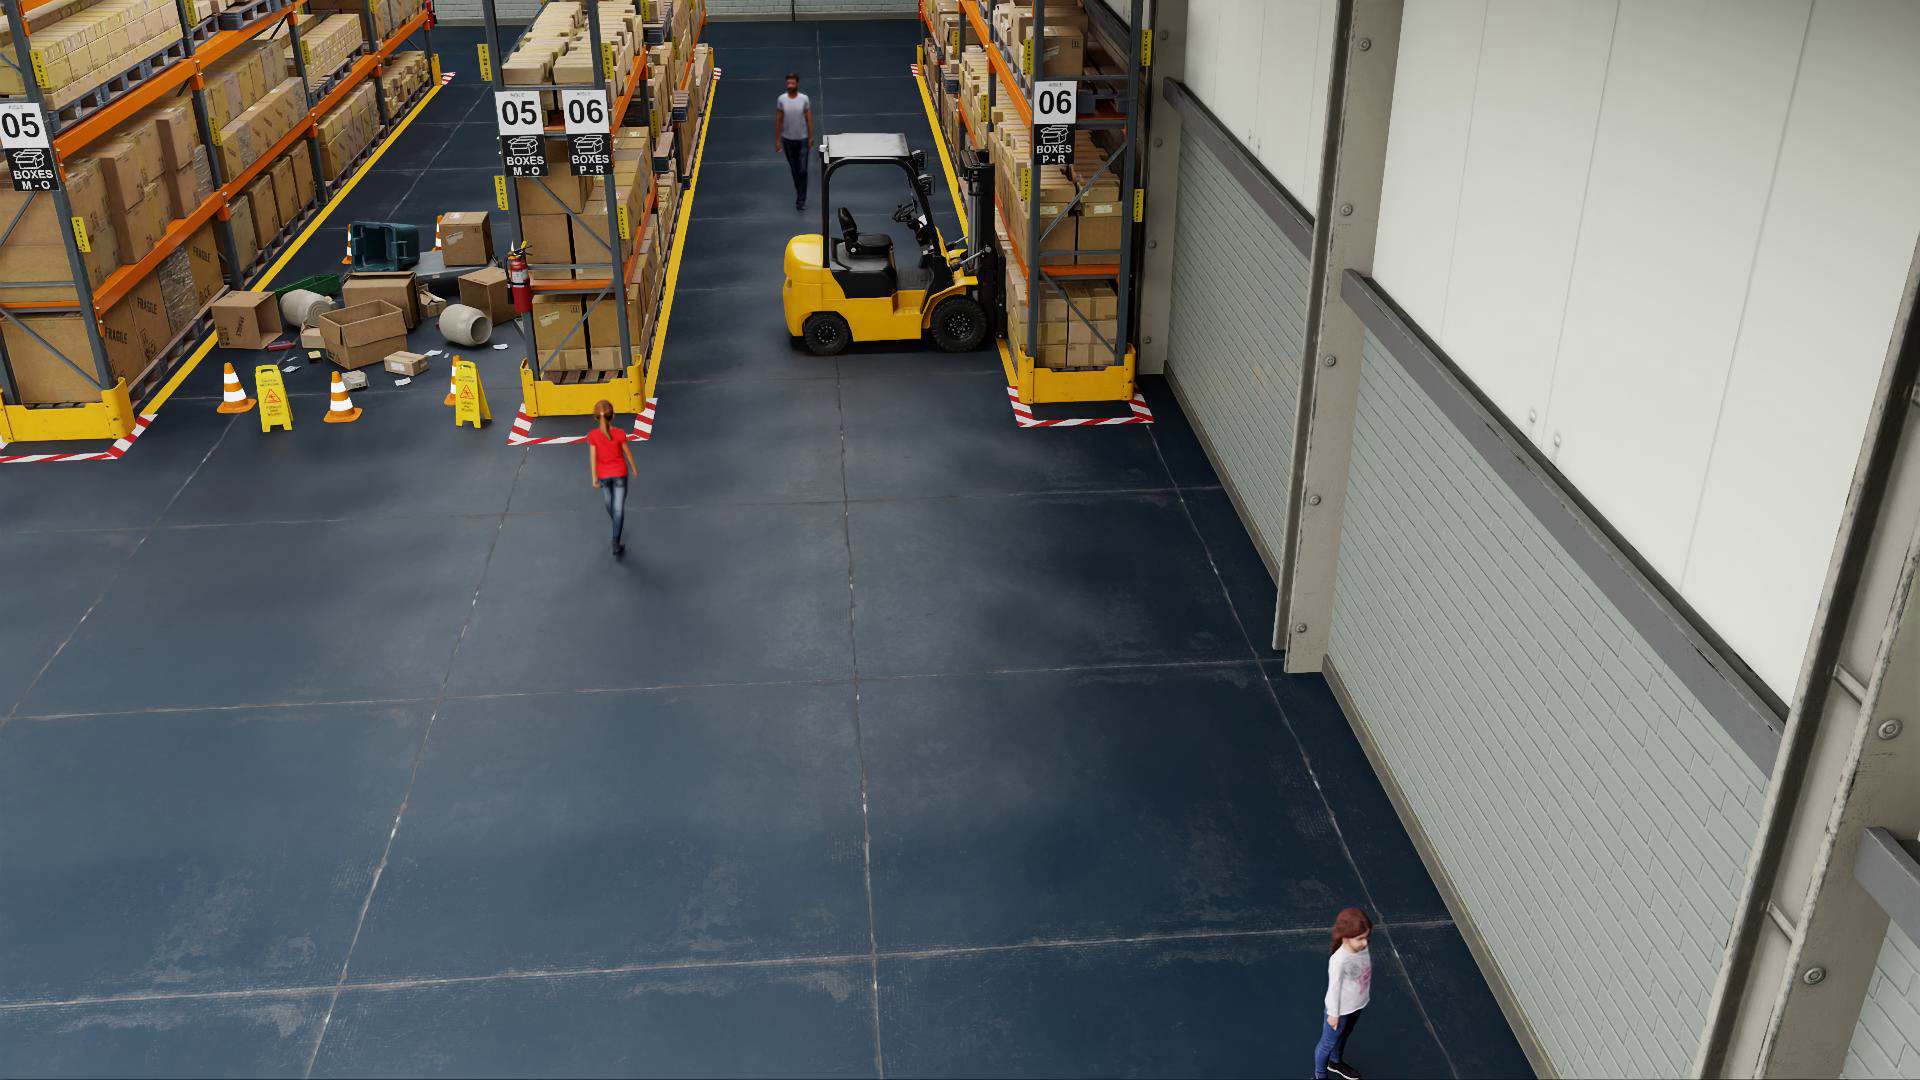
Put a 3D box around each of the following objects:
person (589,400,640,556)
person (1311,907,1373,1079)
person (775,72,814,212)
[{"bbox_3d":[-2.884,-0.495,13.753,0.591,1.279,0.921,2,27,5],"label":"person"},{"bbox_3d":[1.956,2.324,8.460,0.586,1.113,0.532,24,36,39],"label":"person"},{"bbox_3d":[-2.243,-5.486,22.841,0.749,1.832,1.095,2,27,3],"label":"person"}]
